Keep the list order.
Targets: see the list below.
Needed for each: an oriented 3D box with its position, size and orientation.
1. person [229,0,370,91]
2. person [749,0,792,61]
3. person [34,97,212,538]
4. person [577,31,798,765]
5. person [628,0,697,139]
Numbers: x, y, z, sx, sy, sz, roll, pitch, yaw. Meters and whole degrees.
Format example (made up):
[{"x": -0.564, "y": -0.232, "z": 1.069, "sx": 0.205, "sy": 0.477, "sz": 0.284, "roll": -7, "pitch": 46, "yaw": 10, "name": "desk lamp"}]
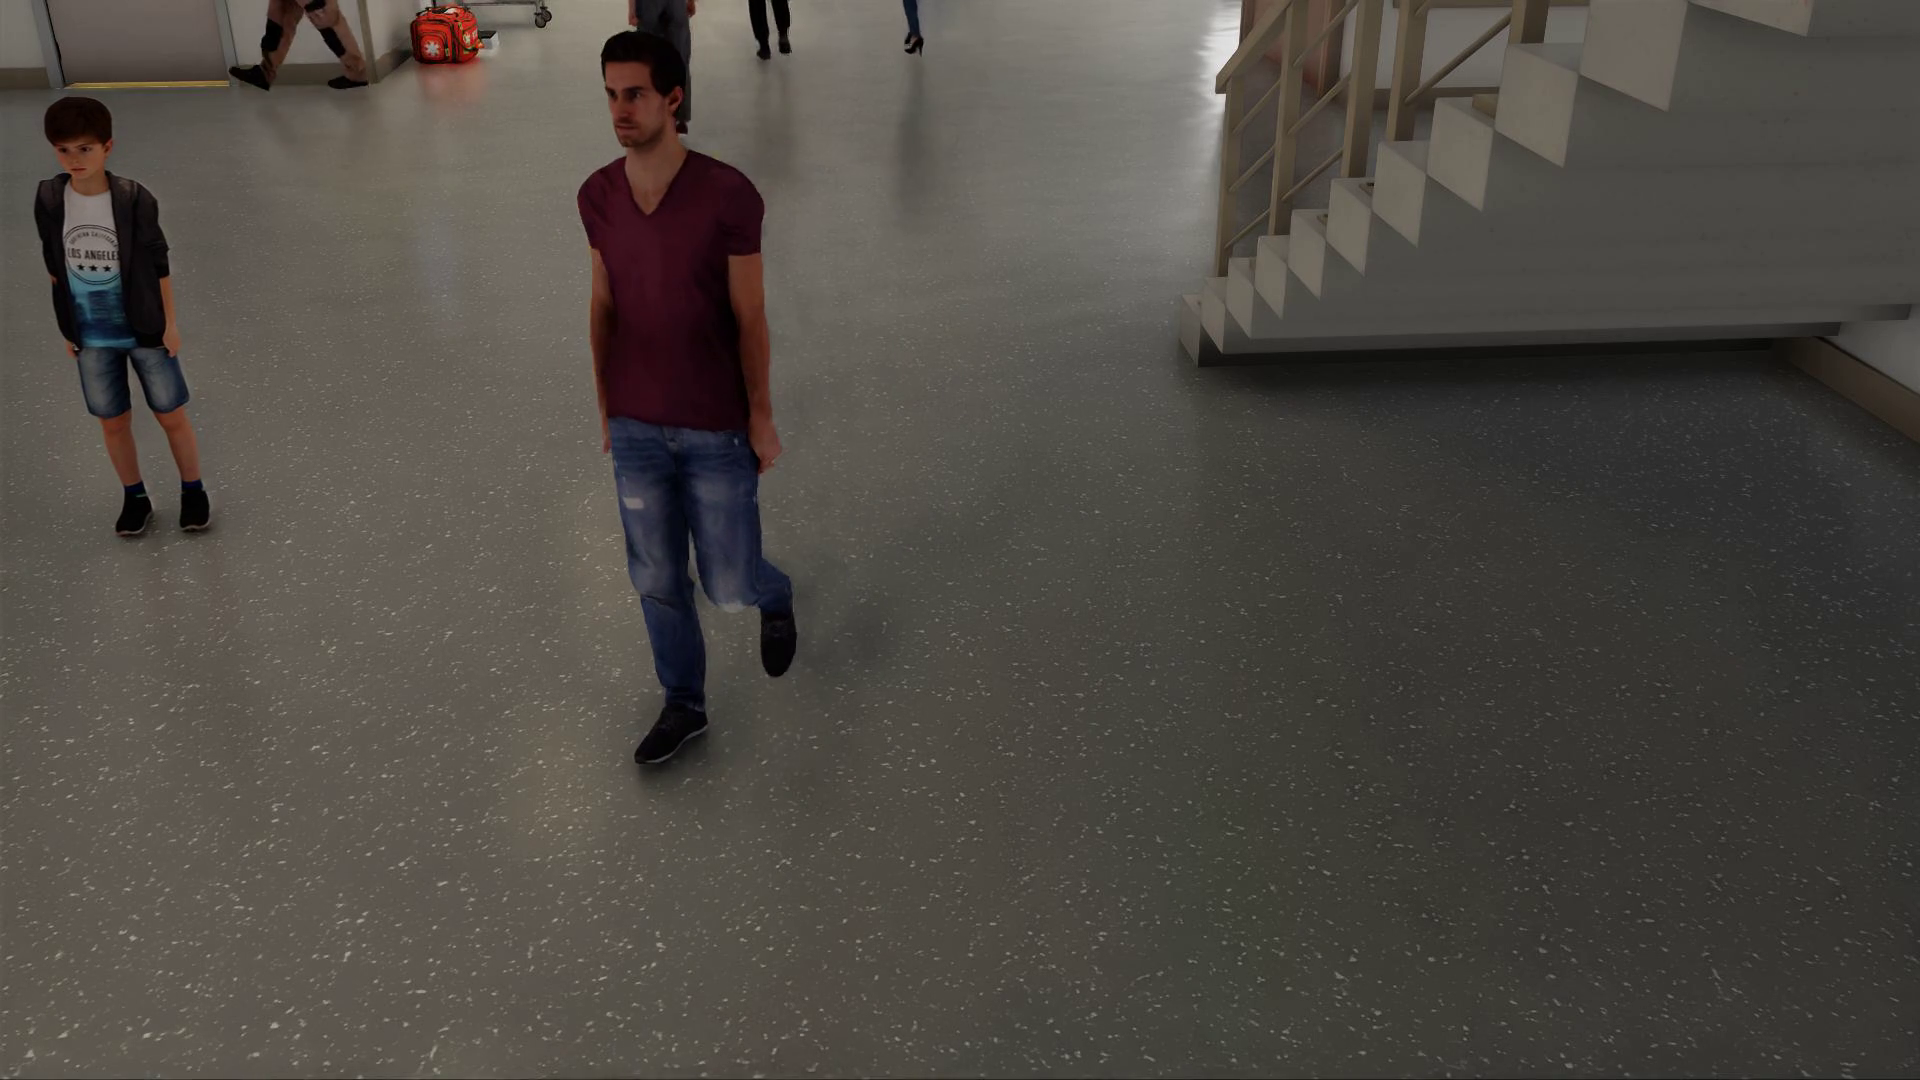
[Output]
[{"x": -4.768, "y": -4.170, "z": 12.201, "sx": 1.078, "sy": 1.778, "sz": 1.231, "roll": -13, "pitch": 29, "yaw": -25, "name": "person"}, {"x": -1.617, "y": -4.818, "z": 13.588, "sx": 0.651, "sy": 1.741, "sz": 0.685, "roll": -5, "pitch": 26, "yaw": -10, "name": "person"}, {"x": -2.729, "y": -0.709, "z": 5.406, "sx": 0.529, "sy": 1.447, "sz": 0.508, "roll": -3, "pitch": 26, "yaw": -7, "name": "person"}, {"x": -0.655, "y": -0.343, "z": 4.191, "sx": 0.885, "sy": 1.842, "sz": 1.007, "roll": 9, "pitch": 27, "yaw": 19, "name": "person"}, {"x": -1.909, "y": -3.436, "z": 10.793, "sx": 0.782, "sy": 1.679, "sz": 1.202, "roll": -7, "pitch": 27, "yaw": -15, "name": "person"}]
